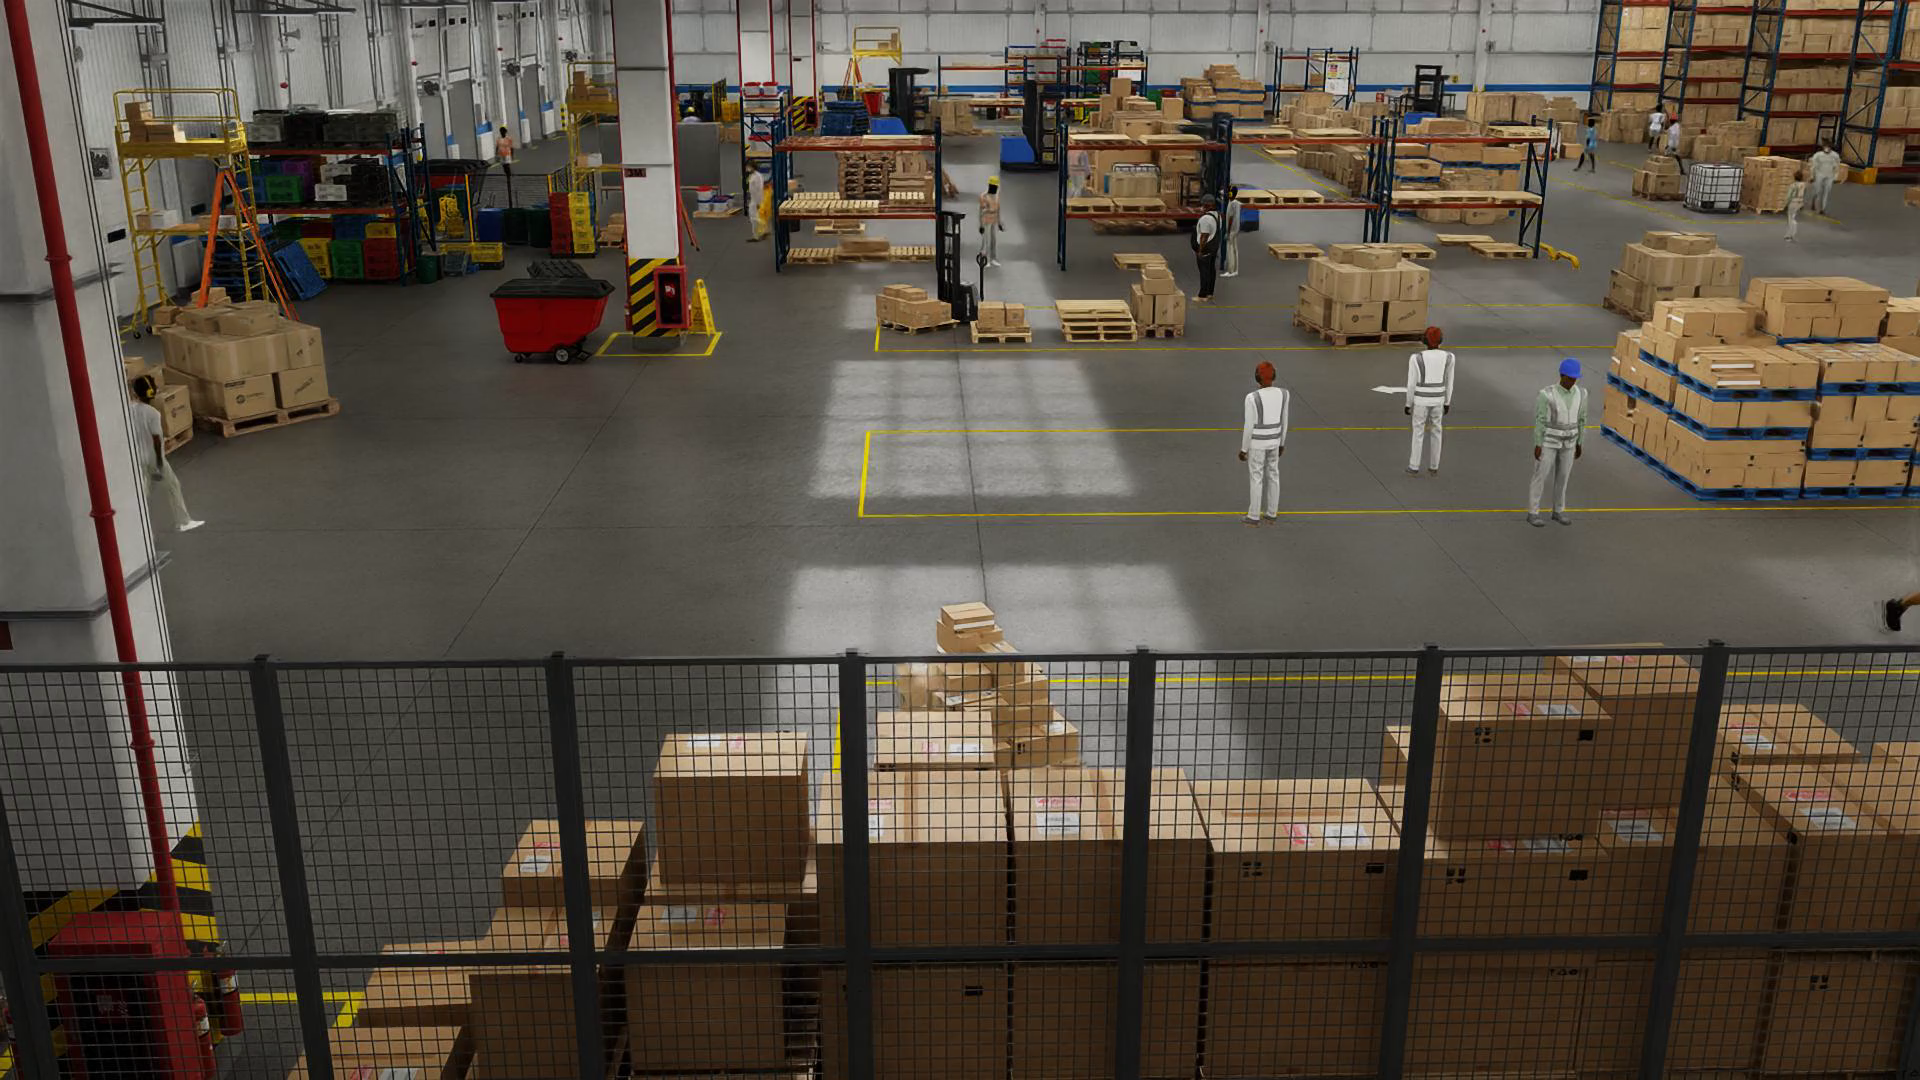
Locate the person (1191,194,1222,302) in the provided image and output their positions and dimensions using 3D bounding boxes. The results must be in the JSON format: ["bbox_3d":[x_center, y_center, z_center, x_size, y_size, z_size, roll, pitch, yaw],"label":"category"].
[{"bbox_3d":[4.658,-5.570,31.689,0.537,2.000,0.683,11,21,29],"label":"person"}]

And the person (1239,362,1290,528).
[{"bbox_3d":[3.383,-1.065,18.561,0.573,1.887,0.355,-8,20,-23],"label":"person"}]

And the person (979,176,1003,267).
[{"bbox_3d":[0.651,-6.820,35.578,0.389,1.924,0.591,16,24,39],"label":"person"}]

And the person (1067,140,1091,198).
[{"bbox_3d":[3.208,-9.842,44.703,0.631,1.824,0.570,14,23,35],"label":"person"}]

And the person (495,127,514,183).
[{"bbox_3d":[-13.746,-11.566,50.057,0.538,1.671,0.783,4,19,11],"label":"person"}]

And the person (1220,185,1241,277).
[{"bbox_3d":[5.604,-6.367,34.324,0.310,1.864,0.533,11,21,28],"label":"person"}]

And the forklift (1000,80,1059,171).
[{"bbox_3d":[2.239,-13.269,53.236,1.873,2.768,1.129,-1,19,-2],"label":"forklift"}]

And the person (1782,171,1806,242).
[{"bbox_3d":[19.517,-7.842,39.056,0.540,1.619,0.560,-10,21,-27],"label":"person"}]

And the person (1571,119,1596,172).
[{"bbox_3d":[20.020,-12.597,53.116,0.800,1.659,0.552,16,25,40],"label":"person"}]

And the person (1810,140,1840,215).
[{"bbox_3d":[22.604,-9.493,43.525,0.651,1.913,0.496,4,19,12],"label":"person"}]

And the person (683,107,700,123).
[{"bbox_3d":[-8.815,-13.369,55.041,0.619,1.893,0.856,2,19,7],"label":"person"}]

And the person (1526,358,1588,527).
[{"bbox_3d":[6.685,-1.090,18.564,0.603,1.938,0.425,-4,19,-11],"label":"person"}]

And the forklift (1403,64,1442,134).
[{"bbox_3d":[17.644,-16.582,63.063,1.129,2.768,1.873,11,22,30],"label":"forklift"}]

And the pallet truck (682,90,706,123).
[{"bbox_3d":[-9.671,-15.907,62.421,0.823,1.965,1.885,5,19,15],"label":"pallet truck"}]

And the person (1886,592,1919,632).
[{"bbox_3d":[8.950,0.090,15.103,0.550,1.918,0.747,-7,20,-19],"label":"person"}]

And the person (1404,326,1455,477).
[{"bbox_3d":[5.753,-1.696,20.439,0.575,1.884,0.355,-2,19,-4],"label":"person"}]

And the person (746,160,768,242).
[{"bbox_3d":[-4.791,-7.878,38.723,0.419,1.927,0.656,-5,19,-16],"label":"person"}]

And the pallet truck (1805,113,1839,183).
[{"bbox_3d":[26.403,-11.957,50.702,0.823,1.965,1.885,6,19,16],"label":"pallet truck"}]

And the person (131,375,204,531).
[{"bbox_3d":[-8.864,-0.891,18.144,0.520,1.830,0.959,7,20,21],"label":"person"}]

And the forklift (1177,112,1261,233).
[{"bbox_3d":[6.323,-8.936,40.379,1.873,2.768,1.129,-1,19,-2],"label":"forklift"}]

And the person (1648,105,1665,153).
[{"bbox_3d":[24.736,-14.577,58.963,0.787,1.662,0.549,-17,25,-40],"label":"person"}]

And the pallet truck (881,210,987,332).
[{"bbox_3d":[-0.493,-4.759,29.349,1.885,1.965,0.823,-13,23,-34],"label":"pallet truck"}]

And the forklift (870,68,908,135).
[{"bbox_3d":[-2.271,-15.727,60.526,1.873,2.768,1.129,-10,21,-28],"label":"forklift"}]

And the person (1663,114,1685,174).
[{"bbox_3d":[22.439,-12.461,52.391,1.047,1.883,0.551,14,23,35],"label":"person"}]
